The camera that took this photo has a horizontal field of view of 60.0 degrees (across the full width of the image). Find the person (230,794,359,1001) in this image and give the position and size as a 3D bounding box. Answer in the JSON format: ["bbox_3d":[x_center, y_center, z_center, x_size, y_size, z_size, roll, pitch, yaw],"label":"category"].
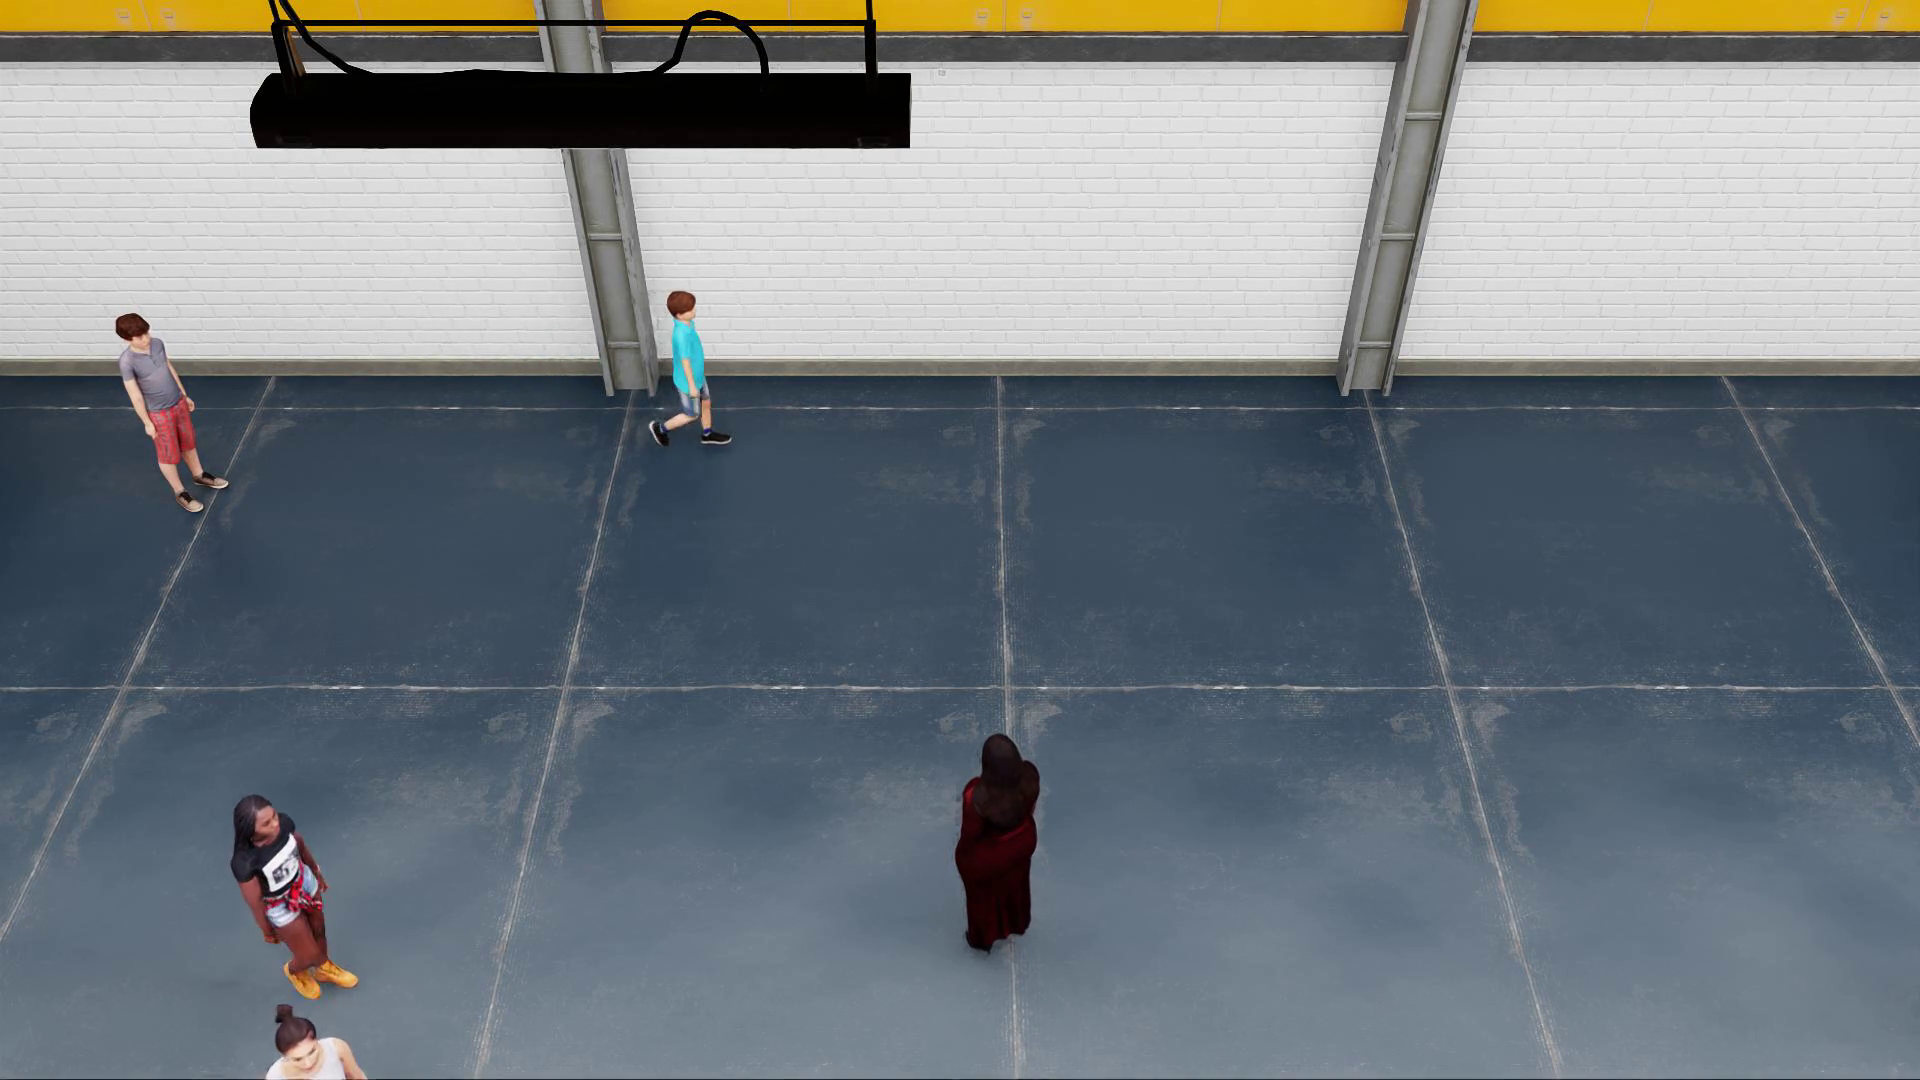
[{"bbox_3d":[-3.733,1.951,9.047,0.724,1.712,0.677,11,45,12],"label":"person"}]

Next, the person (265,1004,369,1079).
[{"bbox_3d":[-3.180,2.778,8.265,0.867,1.593,0.912,-30,51,-27],"label":"person"}]

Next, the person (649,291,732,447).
[{"bbox_3d":[-2.119,-1.259,12.617,0.812,1.436,0.527,0,44,0],"label":"person"}]

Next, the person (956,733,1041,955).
[{"bbox_3d":[0.224,1.705,9.272,0.769,1.758,0.847,-28,50,-26],"label":"person"}]

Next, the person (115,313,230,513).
[{"bbox_3d":[-5.826,-0.967,12.154,0.653,1.651,0.665,16,46,16],"label":"person"}]
